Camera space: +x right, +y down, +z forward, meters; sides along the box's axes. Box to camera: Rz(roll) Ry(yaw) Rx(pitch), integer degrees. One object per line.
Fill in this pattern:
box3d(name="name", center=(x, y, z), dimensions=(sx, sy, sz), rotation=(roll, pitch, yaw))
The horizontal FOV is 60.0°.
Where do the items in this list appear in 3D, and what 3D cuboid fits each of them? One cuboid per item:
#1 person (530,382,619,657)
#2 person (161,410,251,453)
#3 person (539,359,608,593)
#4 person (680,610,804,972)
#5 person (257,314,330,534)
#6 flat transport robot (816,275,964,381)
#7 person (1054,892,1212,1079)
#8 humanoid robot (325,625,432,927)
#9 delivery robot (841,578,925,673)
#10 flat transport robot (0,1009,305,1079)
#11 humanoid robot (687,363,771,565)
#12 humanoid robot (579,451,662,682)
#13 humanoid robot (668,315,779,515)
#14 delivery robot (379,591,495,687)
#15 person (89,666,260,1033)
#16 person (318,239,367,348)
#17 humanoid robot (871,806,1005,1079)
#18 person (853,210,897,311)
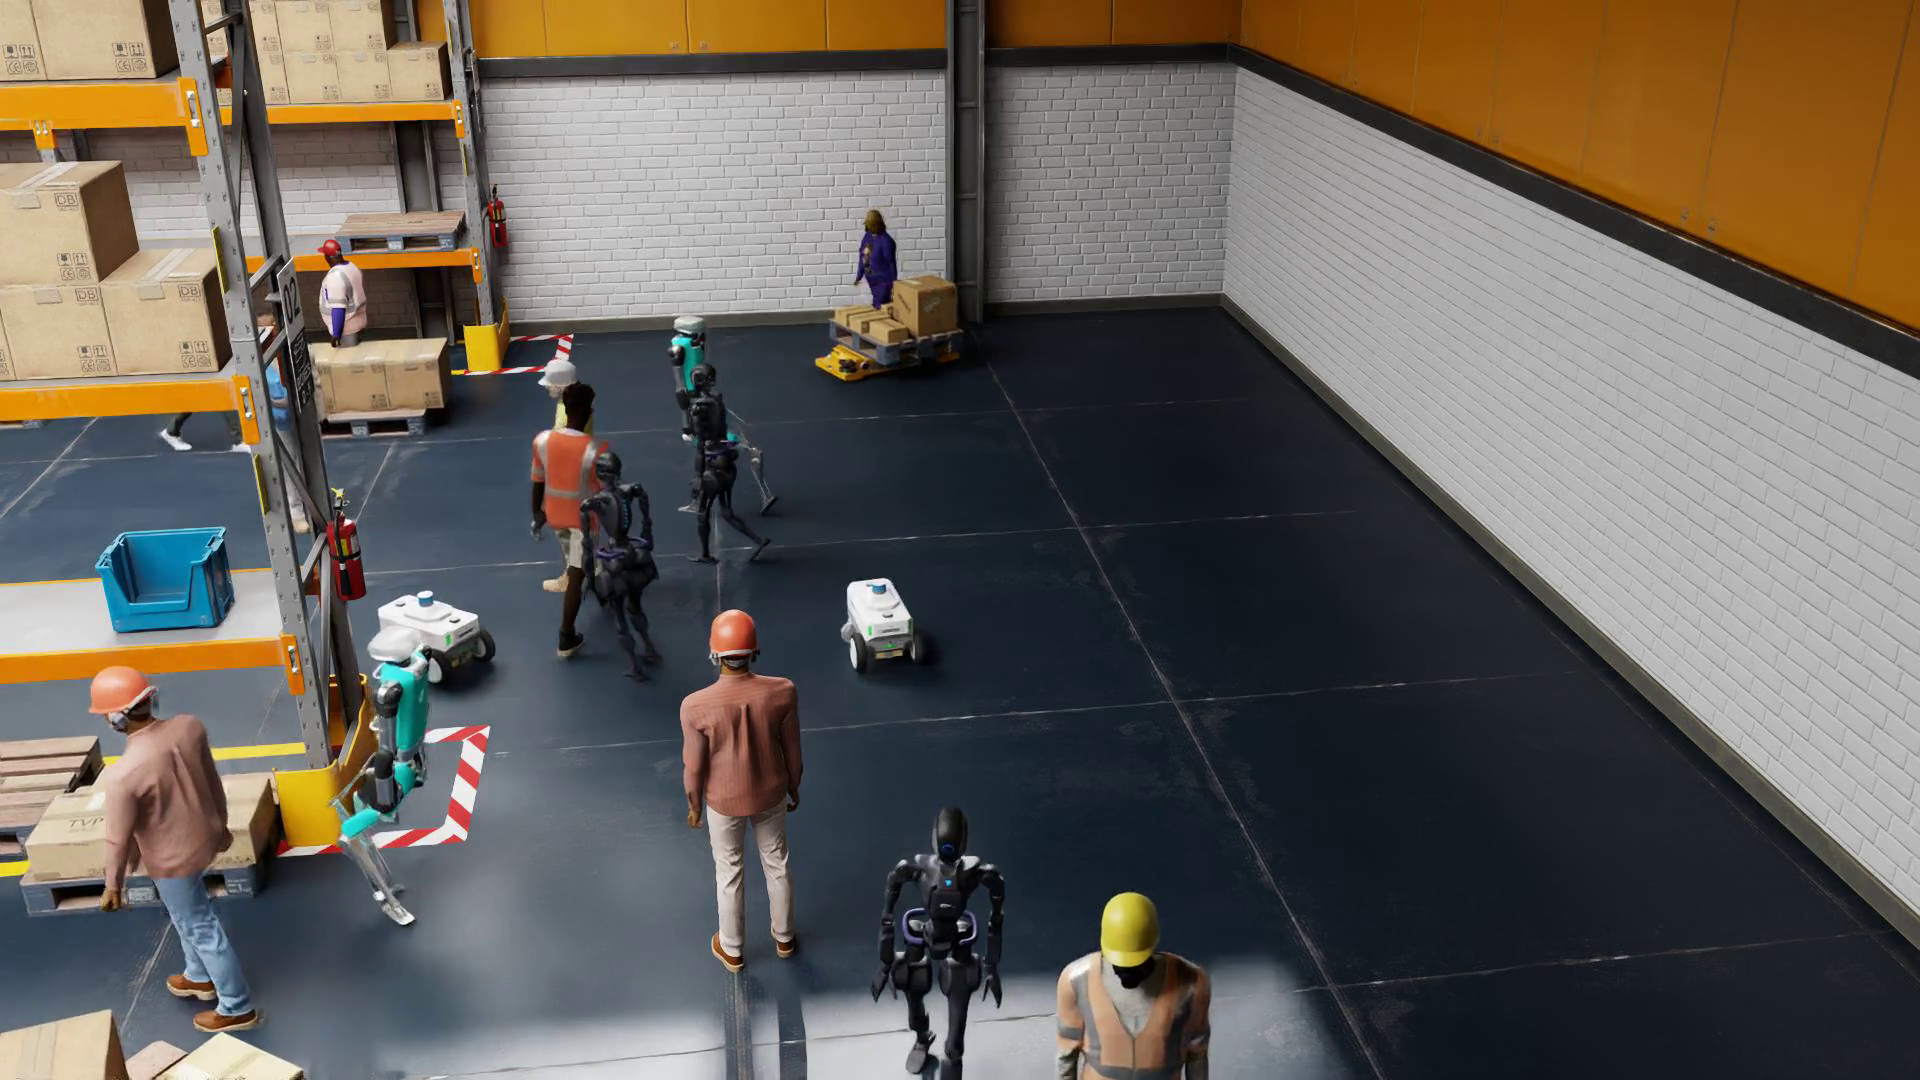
box3d(name="person", center=(-2.668, -0.203, 11.822), dimensions=(0.612, 1.895, 1.047), rotation=(9, 25, 20))
box3d(name="person", center=(-7.002, -1.650, 15.219), dimensions=(0.904, 1.832, 0.519), rotation=(3, 24, 7))
box3d(name="person", center=(-2.915, -0.467, 12.459), dimensions=(0.550, 1.875, 0.521), rotation=(2, 24, 5))
box3d(name="person", center=(-1.084, 1.266, 8.369), dimensions=(0.607, 1.994, 0.375), rotation=(-9, 25, -20))
box3d(name="person", center=(-5.554, -0.991, 13.719), dimensions=(0.642, 1.822, 0.599), rotation=(-18, 29, -35))
box3d(name="flat transport robot", center=(-0.775, -1.996, 17.943), dimensions=(1.431, 0.231, 0.659), rotation=(-15, 28, -30))
box3d(name="person", center=(0.660, 2.149, 6.460), dimensions=(0.603, 1.908, 0.480), rotation=(3, 24, 6))
box3d(name="humanoid robot", center=(-3.093, 1.253, 8.716), dimensions=(0.792, 1.782, 0.568), rotation=(2, 24, 4))
box3d(name="delivery robot", center=(-0.562, 0.587, 11.724), dimensions=(0.509, 0.611, 0.783), rotation=(-6, 24, -14))
box3d(name="flat transport robot", center=(-3.398, 2.857, 6.887), dimensions=(1.431, 0.231, 0.659), rotation=(12, 26, 26))
box3d(name="humanoid robot", center=(-1.854, -0.568, 12.977), dimensions=(0.642, 1.627, 0.618), rotation=(6, 24, 13))
box3d(name="humanoid robot", center=(-2.290, 0.183, 11.249), dimensions=(0.336, 1.654, 0.584), rotation=(22, 32, 40))
box3d(name="humanoid robot", center=(-1.922, -0.980, 13.856), dimensions=(1.005, 1.776, 0.530), rotation=(6, 24, 13))
box3d(name="delivery robot", center=(-3.673, 0.650, 11.550), dimensions=(0.749, 0.587, 0.525), rotation=(13, 27, 27))
box3d(name="person", center=(-3.781, 1.488, 7.899), dimensions=(0.713, 1.957, 0.649), rotation=(2, 24, 6))
box3d(name="person", center=(-6.017, -2.076, 16.283), dimensions=(0.418, 1.751, 0.611), rotation=(1, 24, 3))
box3d(name="humanoid robot", center=(-0.105, 1.872, 7.450), dimensions=(0.598, 1.622, 0.793), rotation=(-2, 24, -4))
box3d(name="person", center=(-0.957, -2.801, 18.127), dimensions=(0.775, 1.590, 0.459), rotation=(-19, 30, -36))
